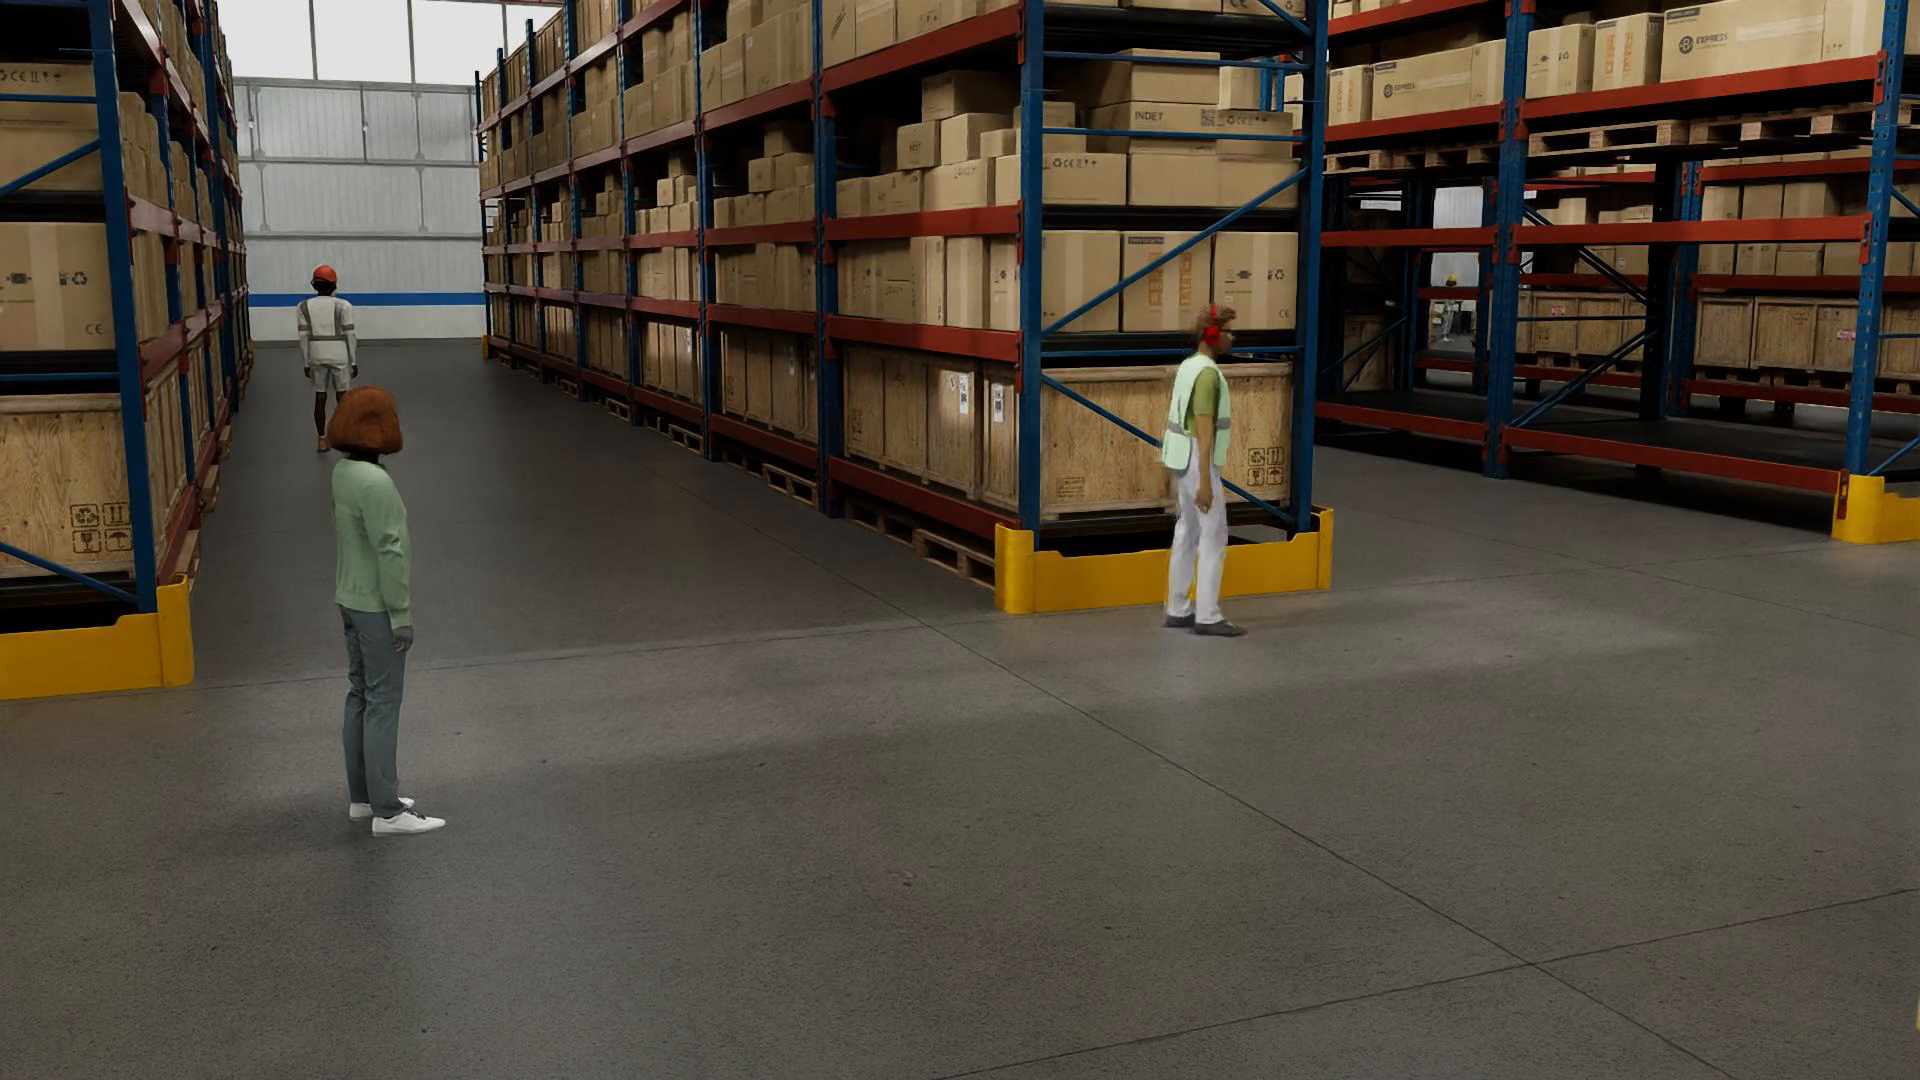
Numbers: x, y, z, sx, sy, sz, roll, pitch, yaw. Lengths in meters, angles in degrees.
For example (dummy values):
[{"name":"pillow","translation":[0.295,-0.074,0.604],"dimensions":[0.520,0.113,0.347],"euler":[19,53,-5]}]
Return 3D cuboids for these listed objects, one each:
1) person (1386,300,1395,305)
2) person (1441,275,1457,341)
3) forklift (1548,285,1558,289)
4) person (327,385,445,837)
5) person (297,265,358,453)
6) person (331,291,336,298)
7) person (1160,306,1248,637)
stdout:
[{"name":"person","translation":[10.187,-5.429,39.878],"dimensions":[0.884,1.699,0.586],"euler":[3,10,19]},{"name":"person","translation":[12.910,-6.104,43.822],"dimensions":[0.320,1.742,0.492],"euler":[7,12,37]},{"name":"forklift","translation":[11.394,-4.543,31.075],"dimensions":[1.129,2.768,1.873],"euler":[-4,10,-22]},{"name":"person","translation":[-2.114,0.255,6.053],"dimensions":[0.281,1.636,0.500],"euler":[-7,12,-37]},{"name":"person","translation":[-6.880,-1.967,18.150],"dimensions":[0.608,2.044,0.371],"euler":[-1,10,-5]},{"name":"person","translation":[-13.950,-4.959,36.700],"dimensions":[0.403,1.830,0.600],"euler":[-5,11,-26]},{"name":"person","translation":[1.405,-0.378,9.279],"dimensions":[0.563,1.828,0.602],"euler":[0,9,-3]}]
